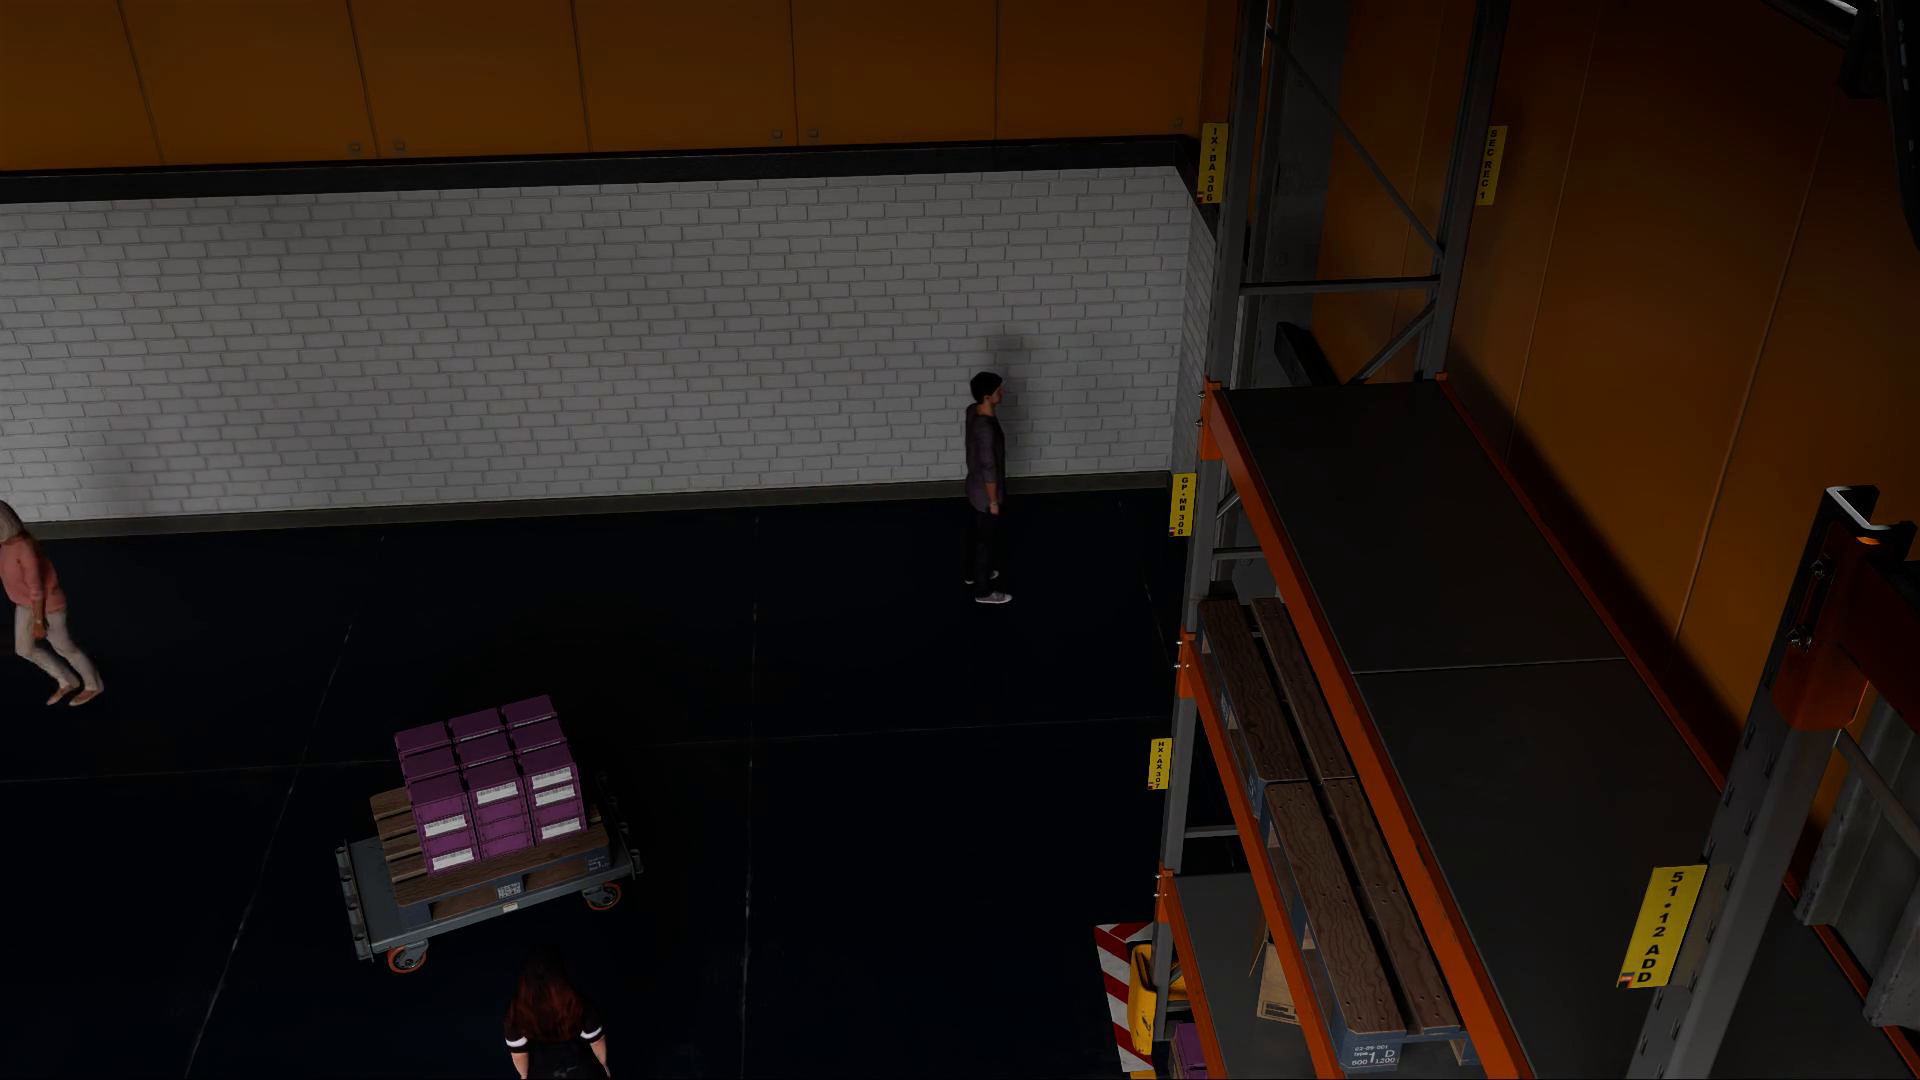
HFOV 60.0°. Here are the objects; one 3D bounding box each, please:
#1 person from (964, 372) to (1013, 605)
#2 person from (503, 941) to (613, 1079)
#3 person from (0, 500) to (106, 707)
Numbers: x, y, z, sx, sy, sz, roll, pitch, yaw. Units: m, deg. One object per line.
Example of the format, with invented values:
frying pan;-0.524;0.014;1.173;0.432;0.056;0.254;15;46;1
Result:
person;0.175;-0.402;12.287;0.758;1.853;0.516;-6;34;-10
person;-1.911;2.565;8.017;0.616;1.638;0.593;-5;34;-8
person;-6.114;0.395;11.224;0.765;1.703;0.825;24;41;32
